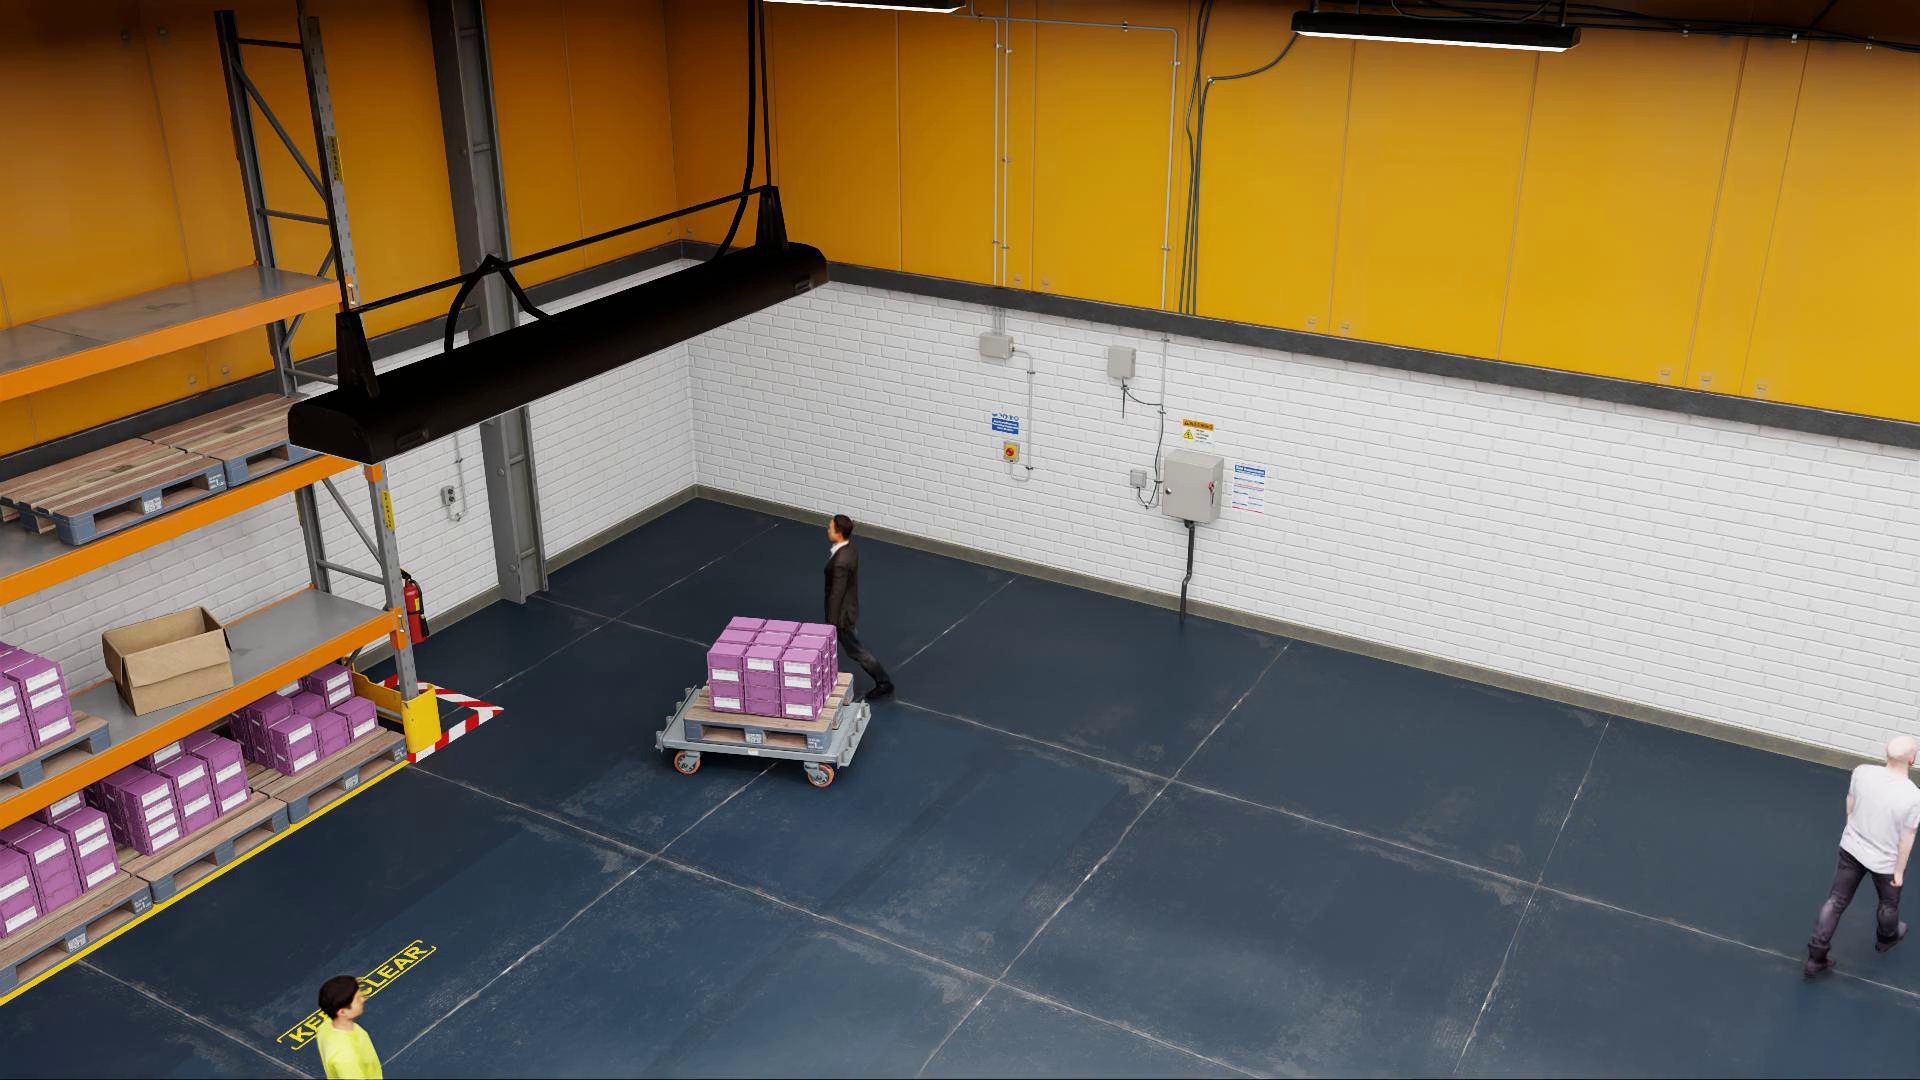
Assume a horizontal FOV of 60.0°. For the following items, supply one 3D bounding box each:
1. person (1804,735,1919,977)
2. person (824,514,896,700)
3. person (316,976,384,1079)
[{"bbox_3d":[6.047,2.159,11.154,1.297,1.780,1.055,-14,27,-29],"label":"person"},{"bbox_3d":[-0.945,0.632,14.662,1.101,1.769,1.181,1,24,2],"label":"person"},{"bbox_3d":[-3.292,3.108,9.074,0.673,1.708,0.695,-16,28,-33],"label":"person"}]
